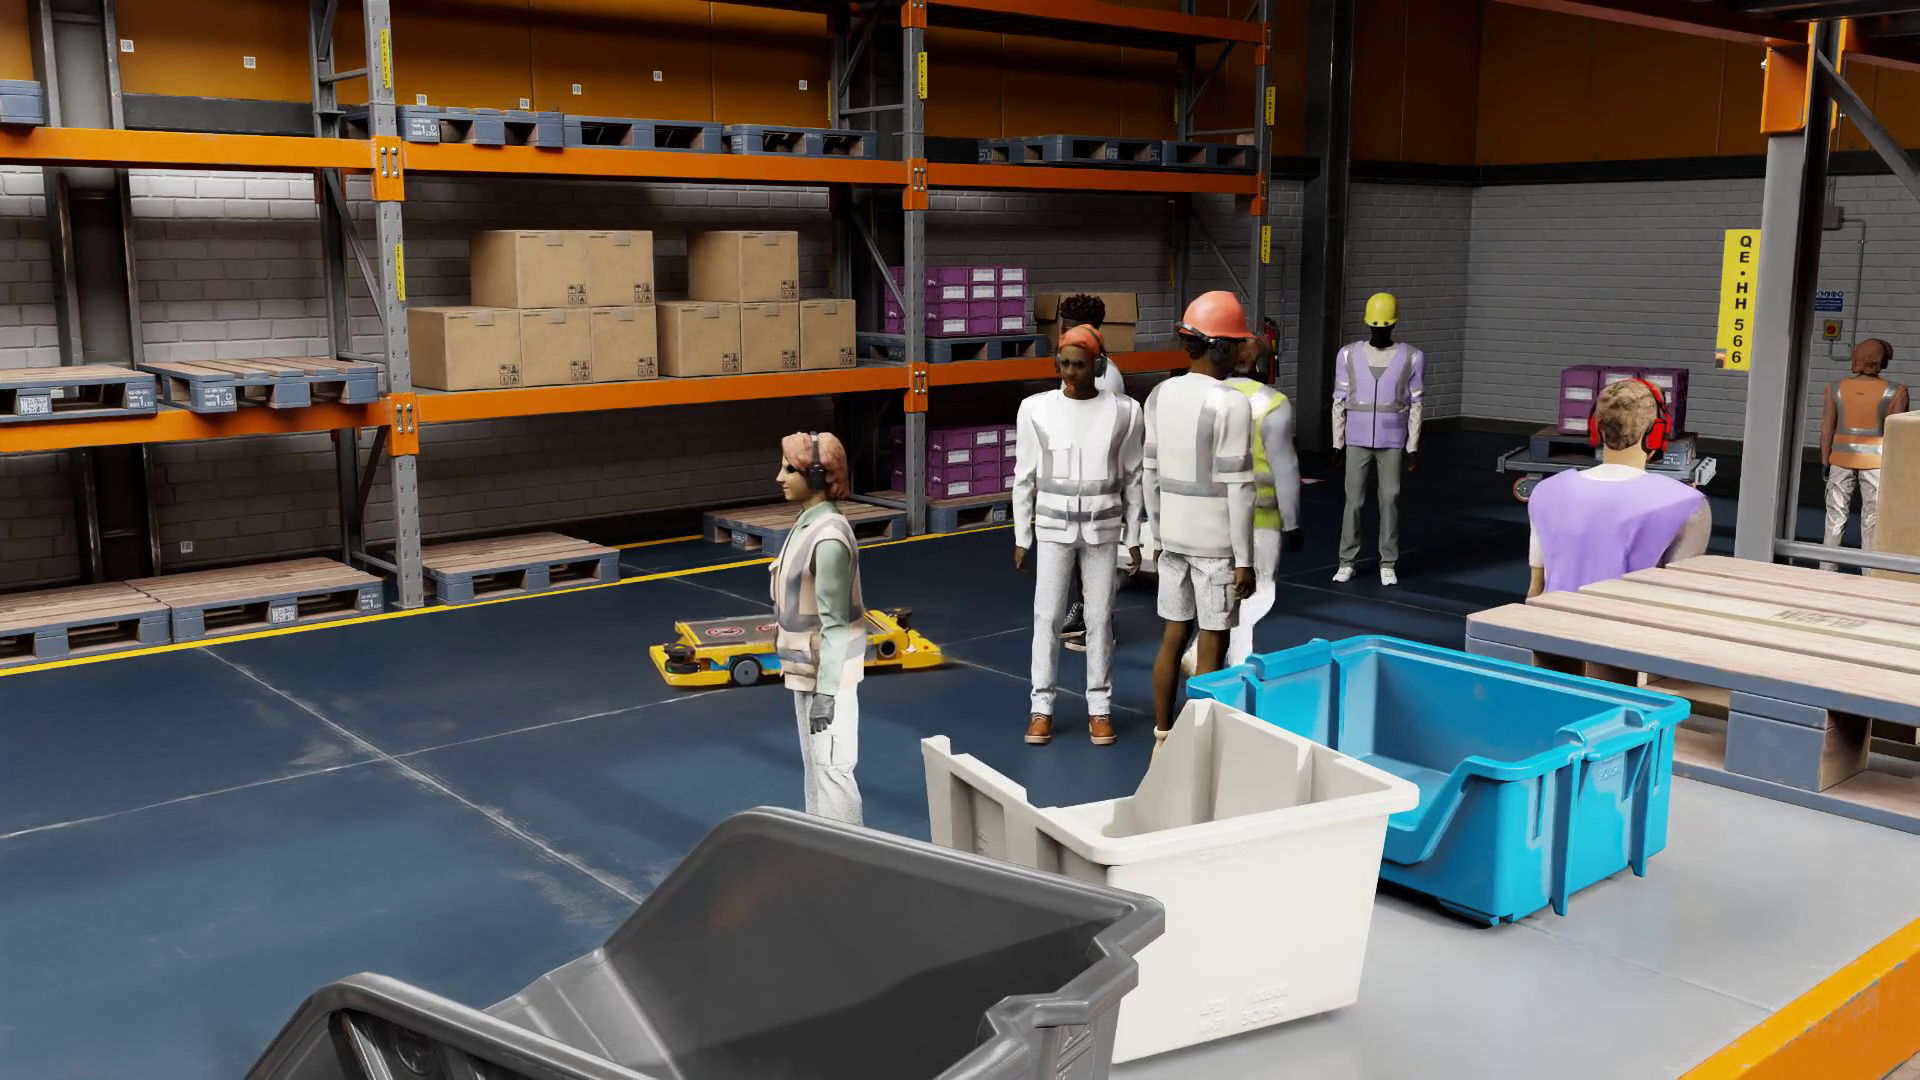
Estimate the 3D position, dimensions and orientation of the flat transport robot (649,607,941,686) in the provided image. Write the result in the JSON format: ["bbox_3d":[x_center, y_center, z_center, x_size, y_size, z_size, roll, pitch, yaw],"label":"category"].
[{"bbox_3d":[-0.876,0.548,8.778,1.431,0.197,0.652,-3,11,-18],"label":"flat transport robot"}]

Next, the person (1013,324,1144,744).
[{"bbox_3d":[0.526,-0.017,7.416,0.581,1.884,0.339,0,10,2],"label":"person"}]

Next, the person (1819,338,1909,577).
[{"bbox_3d":[5.736,-0.459,10.585,0.517,1.641,0.308,10,14,44],"label":"person"}]

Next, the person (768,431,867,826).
[{"bbox_3d":[-0.459,0.458,5.445,0.308,1.641,0.515,-3,10,-15],"label":"person"}]

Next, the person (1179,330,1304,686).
[{"bbox_3d":[1.294,-0.096,8.066,0.740,1.821,0.632,-6,12,-30],"label":"person"}]

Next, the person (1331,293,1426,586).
[{"bbox_3d":[2.725,-0.655,10.901,0.584,1.919,0.375,3,11,18],"label":"person"}]

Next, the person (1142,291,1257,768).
[{"bbox_3d":[1.018,0.003,6.868,0.379,2.041,0.616,-6,12,-31],"label":"person"}]

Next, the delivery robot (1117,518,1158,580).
[{"bbox_3d":[1.274,0.044,10.541,0.707,0.478,0.477,7,12,35],"label":"delivery robot"}]

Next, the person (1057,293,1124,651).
[{"bbox_3d":[0.693,-0.375,9.199,0.361,1.963,0.614,-3,11,-17],"label":"person"}]

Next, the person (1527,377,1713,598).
[{"bbox_3d":[1.964,0.429,5.073,0.389,1.837,0.564,-8,13,-38],"label":"person"}]
